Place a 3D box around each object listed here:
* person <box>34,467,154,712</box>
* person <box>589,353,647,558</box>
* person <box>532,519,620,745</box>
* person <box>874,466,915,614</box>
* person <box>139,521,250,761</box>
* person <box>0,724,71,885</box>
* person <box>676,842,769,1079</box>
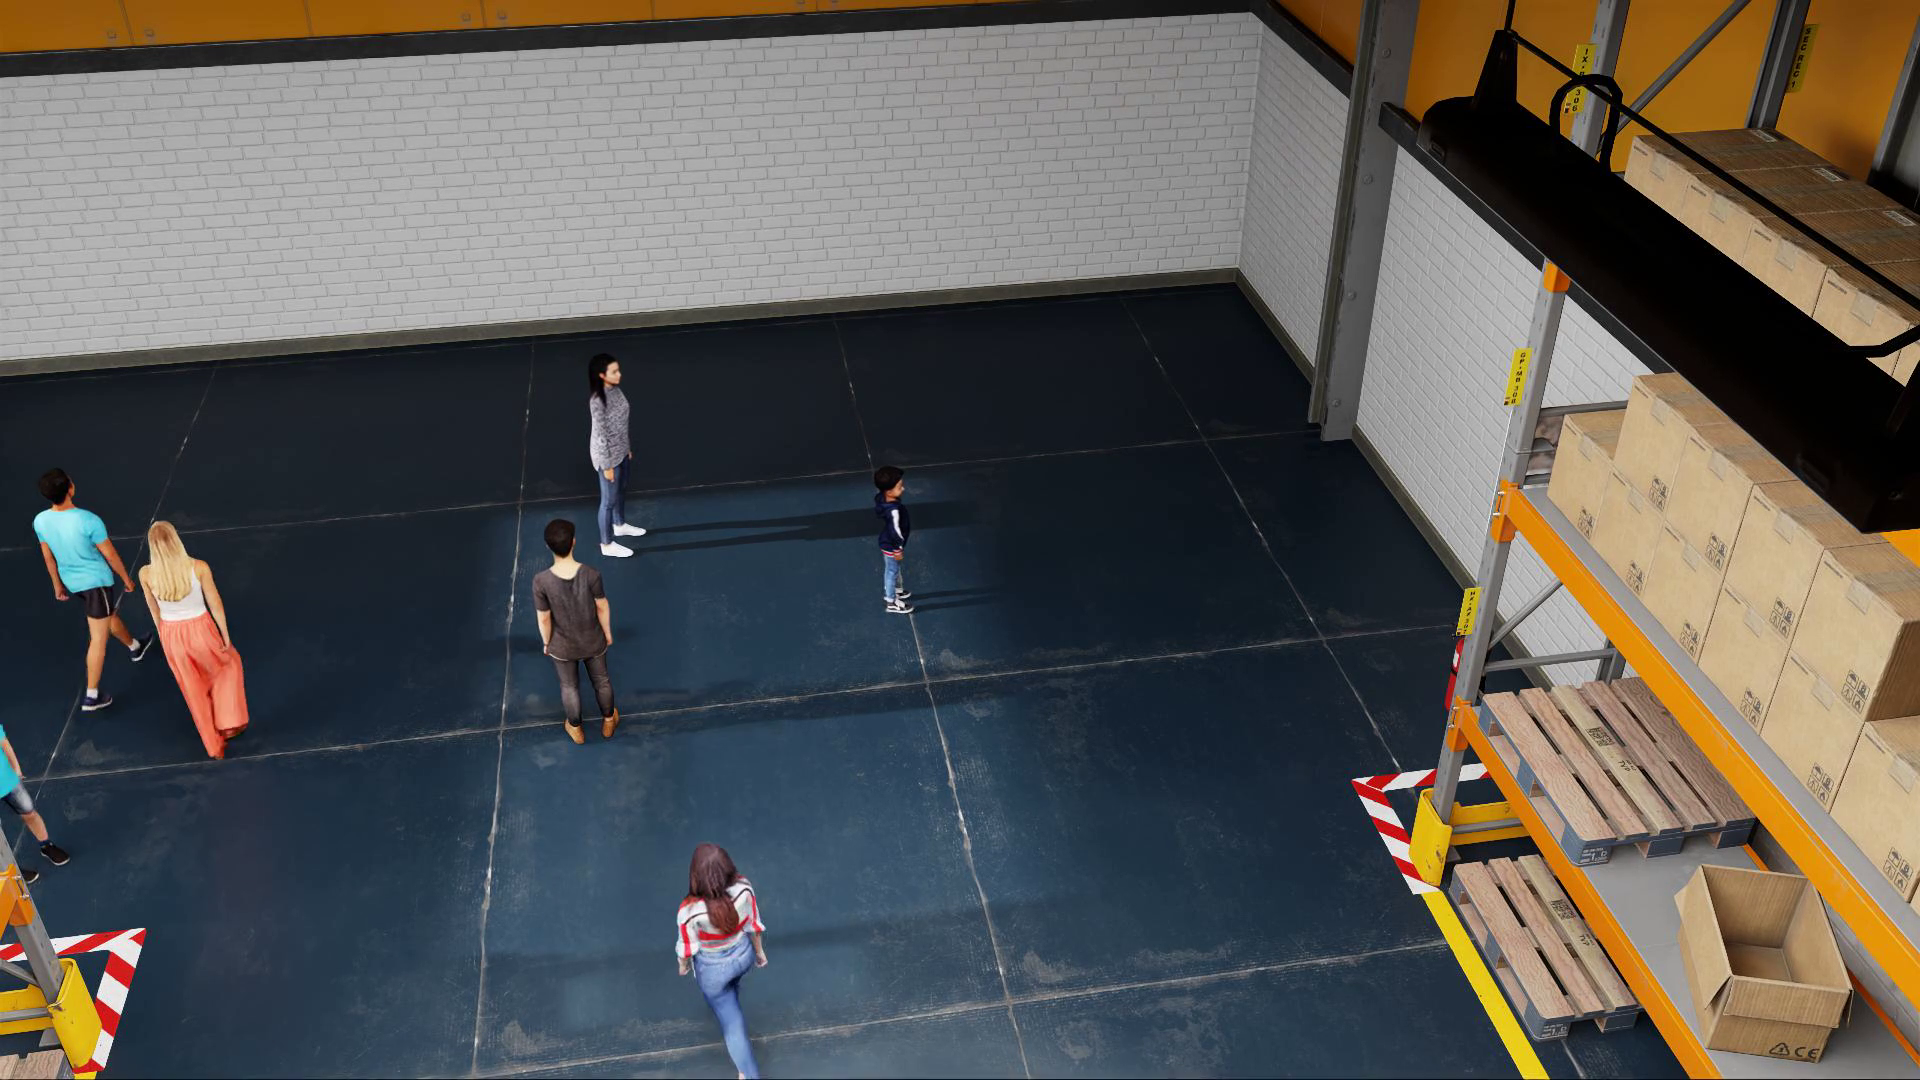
[{"bbox_3d":[-6.023,0.368,11.436,0.861,1.732,1.244,3,34,5],"label":"person"},{"bbox_3d":[-2.734,-0.689,13.031,0.729,1.728,0.585,6,34,8],"label":"person"},{"bbox_3d":[-2.552,0.625,11.069,0.632,1.711,0.560,-8,34,-12],"label":"person"},{"bbox_3d":[-0.504,-0.018,12.480,0.586,1.220,0.436,-3,34,-5],"label":"person"},{"bbox_3d":[-5.029,0.716,10.863,0.662,1.787,0.783,-9,35,-13],"label":"person"},{"bbox_3d":[-5.894,1.471,10.037,0.696,1.444,0.631,14,36,20],"label":"person"},{"bbox_3d":[-1.195,2.277,8.712,0.932,1.568,1.156,-22,40,-30],"label":"person"}]
